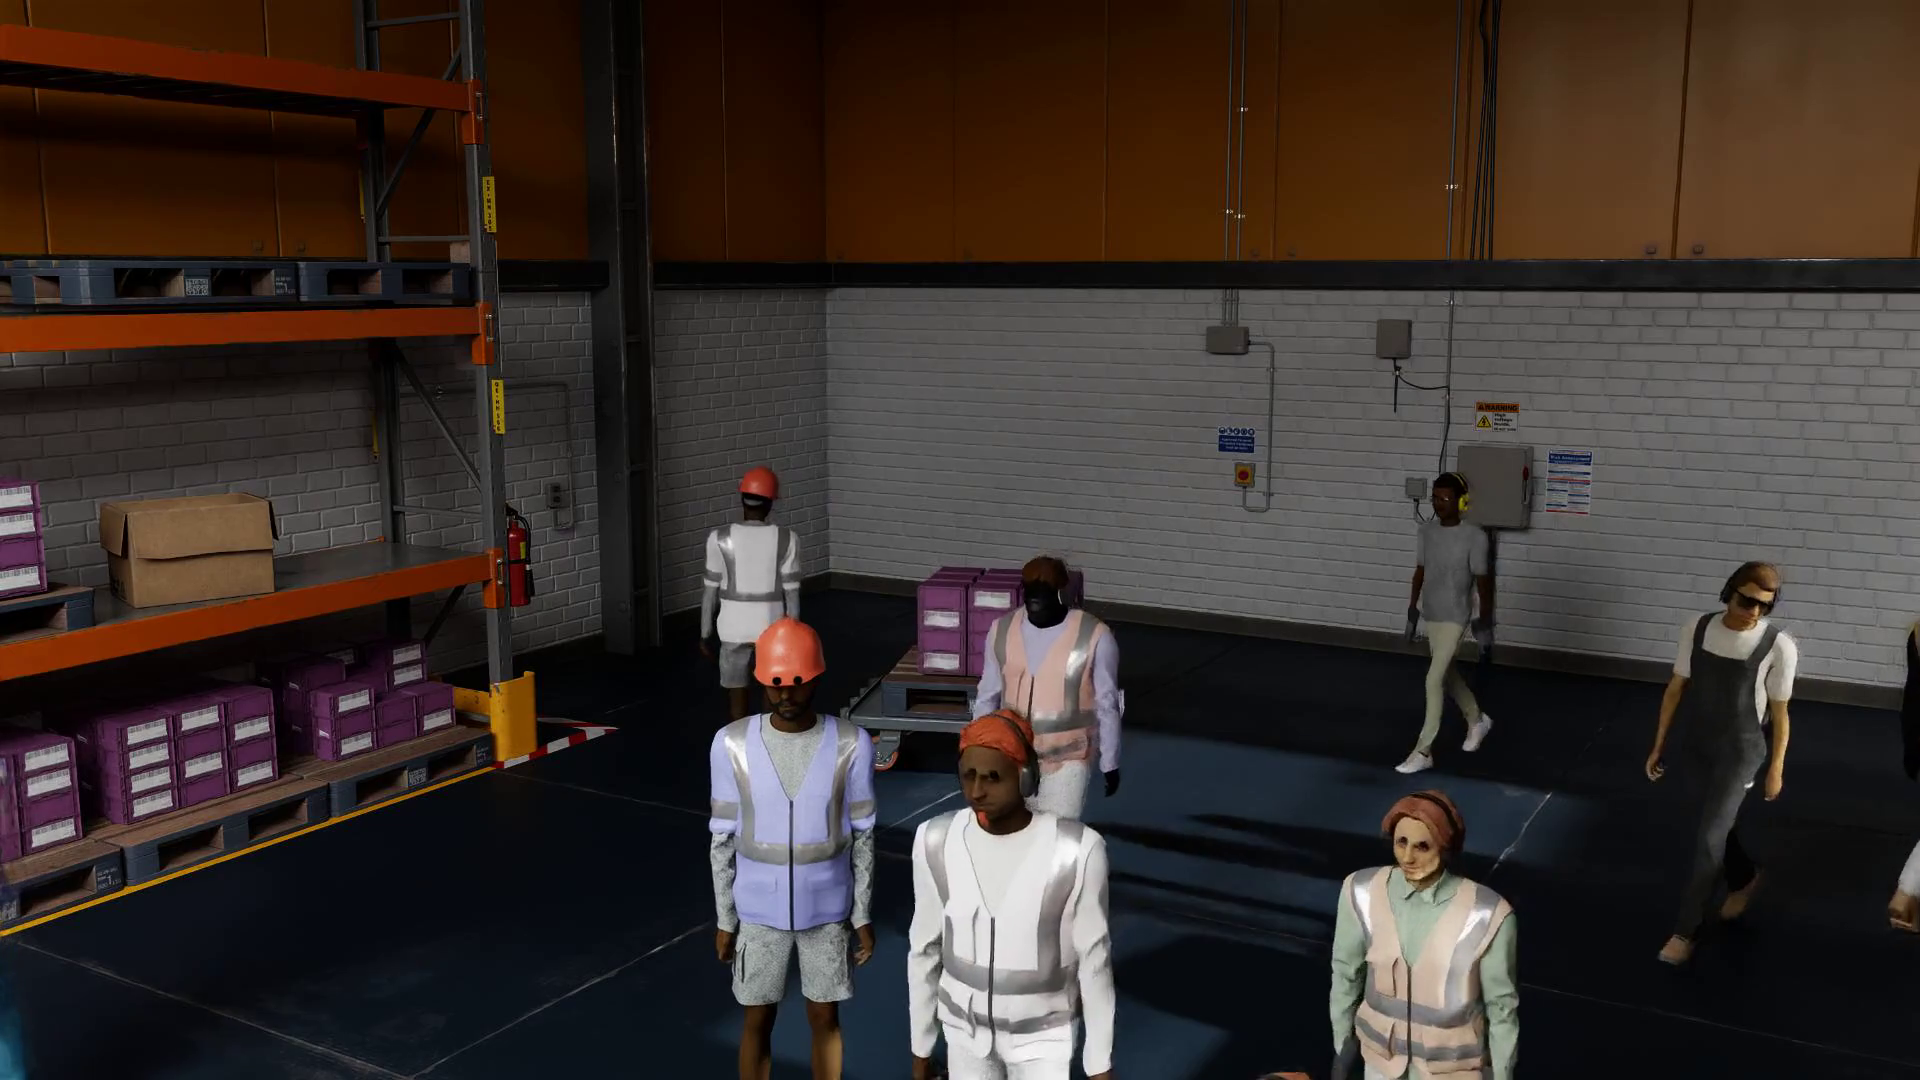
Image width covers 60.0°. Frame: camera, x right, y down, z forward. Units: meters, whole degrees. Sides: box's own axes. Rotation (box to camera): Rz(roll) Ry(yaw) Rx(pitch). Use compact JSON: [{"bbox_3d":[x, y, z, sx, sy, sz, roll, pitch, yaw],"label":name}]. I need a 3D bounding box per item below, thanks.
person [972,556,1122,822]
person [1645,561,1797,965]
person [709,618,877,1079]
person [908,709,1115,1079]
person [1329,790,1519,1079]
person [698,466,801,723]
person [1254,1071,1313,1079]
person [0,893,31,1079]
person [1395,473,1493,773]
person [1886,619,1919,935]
[{"bbox_3d":[0.342,0.970,7.331,0.656,1.794,0.930,5,10,28],"label":"person"},{"bbox_3d":[3.461,0.951,7.461,0.878,1.797,0.547,-7,11,-36],"label":"person"},{"bbox_3d":[-0.540,1.202,5.440,0.546,1.939,0.375,-1,9,-4],"label":"person"},{"bbox_3d":[0.134,1.373,4.579,0.605,1.870,0.453,4,10,22],"label":"person"},{"bbox_3d":[1.268,1.491,4.642,0.537,1.619,0.494,6,11,34],"label":"person"},{"bbox_3d":[-1.233,0.528,9.744,0.587,1.911,0.409,-2,9,-13],"label":"person"},{"bbox_3d":[0.542,1.748,3.077,0.849,1.587,0.541,-7,11,-37],"label":"person"},{"bbox_3d":[-3.361,1.290,5.337,0.583,1.786,0.984,2,9,9],"label":"person"},{"bbox_3d":[3.046,0.479,10.286,0.919,1.842,0.538,-6,11,-34],"label":"person"},{"bbox_3d":[4.476,0.957,7.308,0.442,1.828,0.639,-4,10,-24],"label":"person"}]
